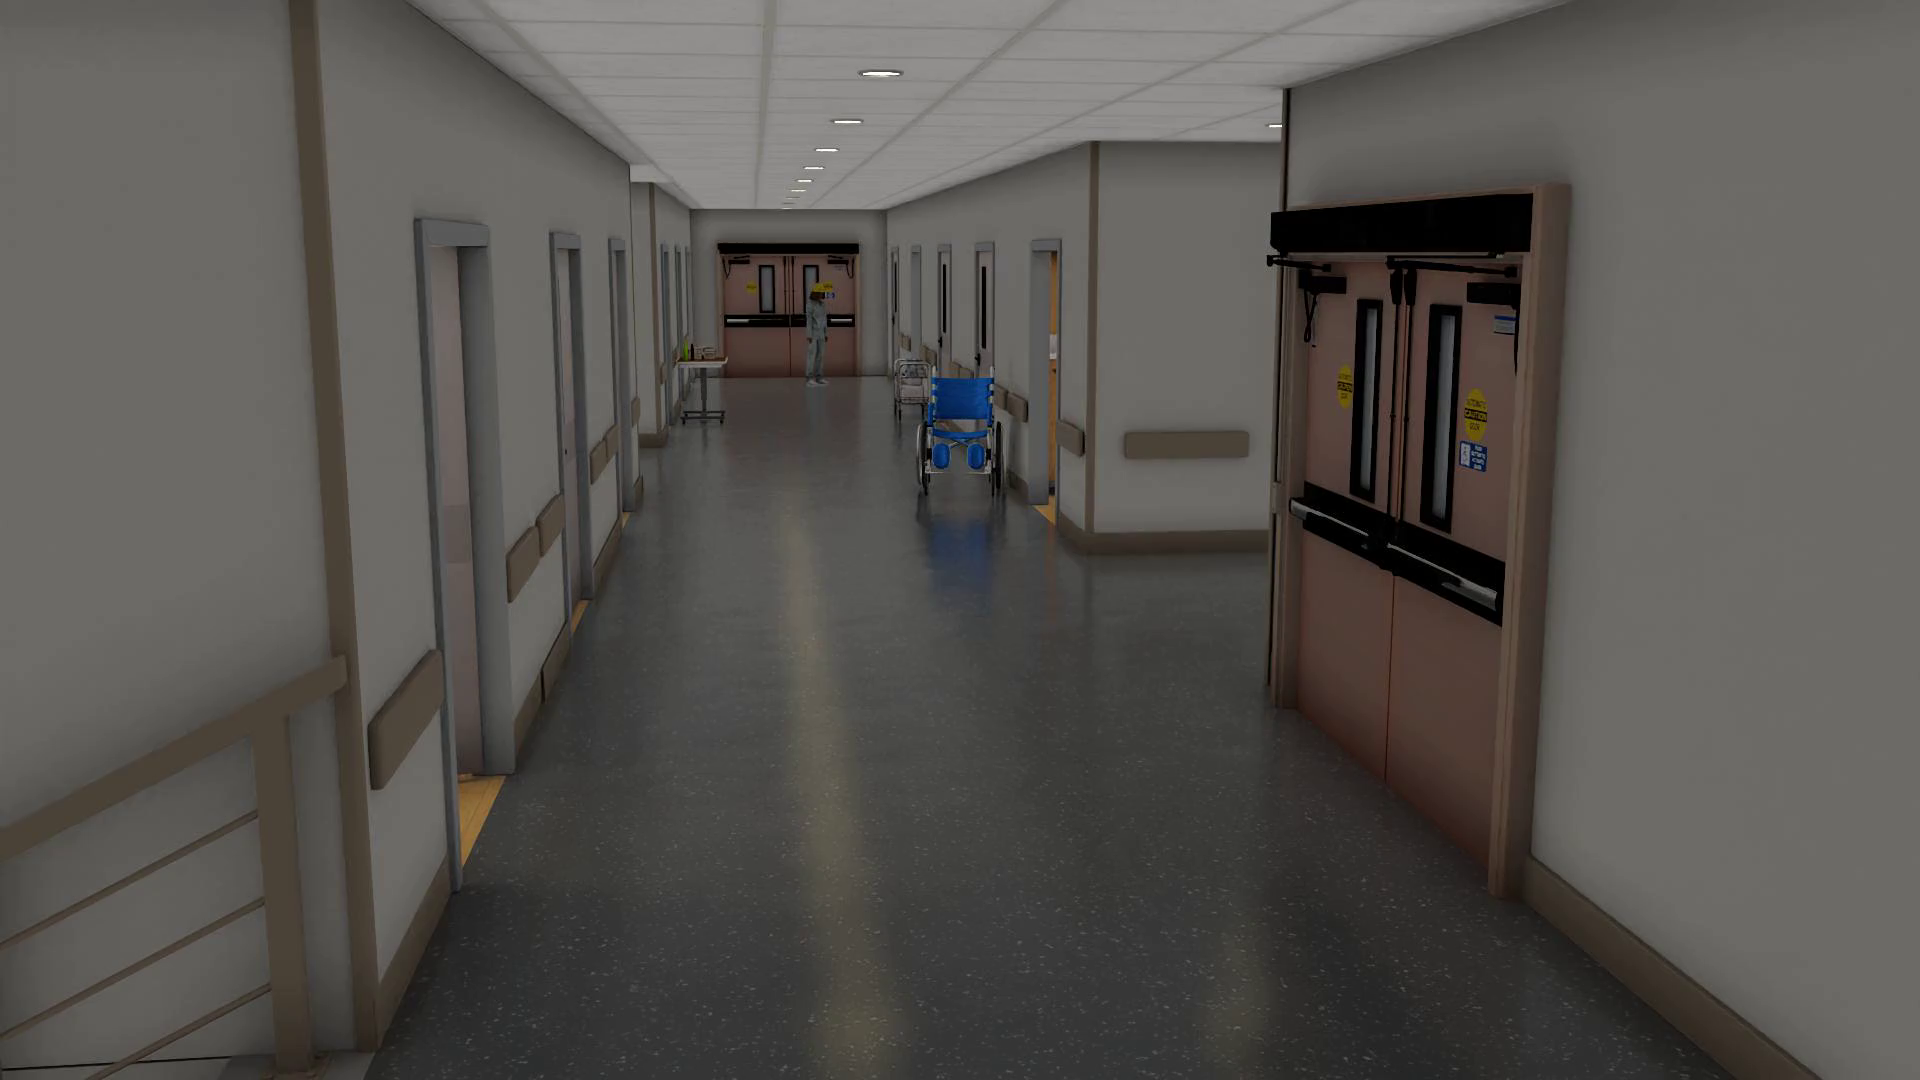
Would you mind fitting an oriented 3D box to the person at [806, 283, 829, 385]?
[{"bbox_3d":[-2.422,-3.500,28.314,0.362,1.731,0.481,7,12,34],"label":"person"}]
